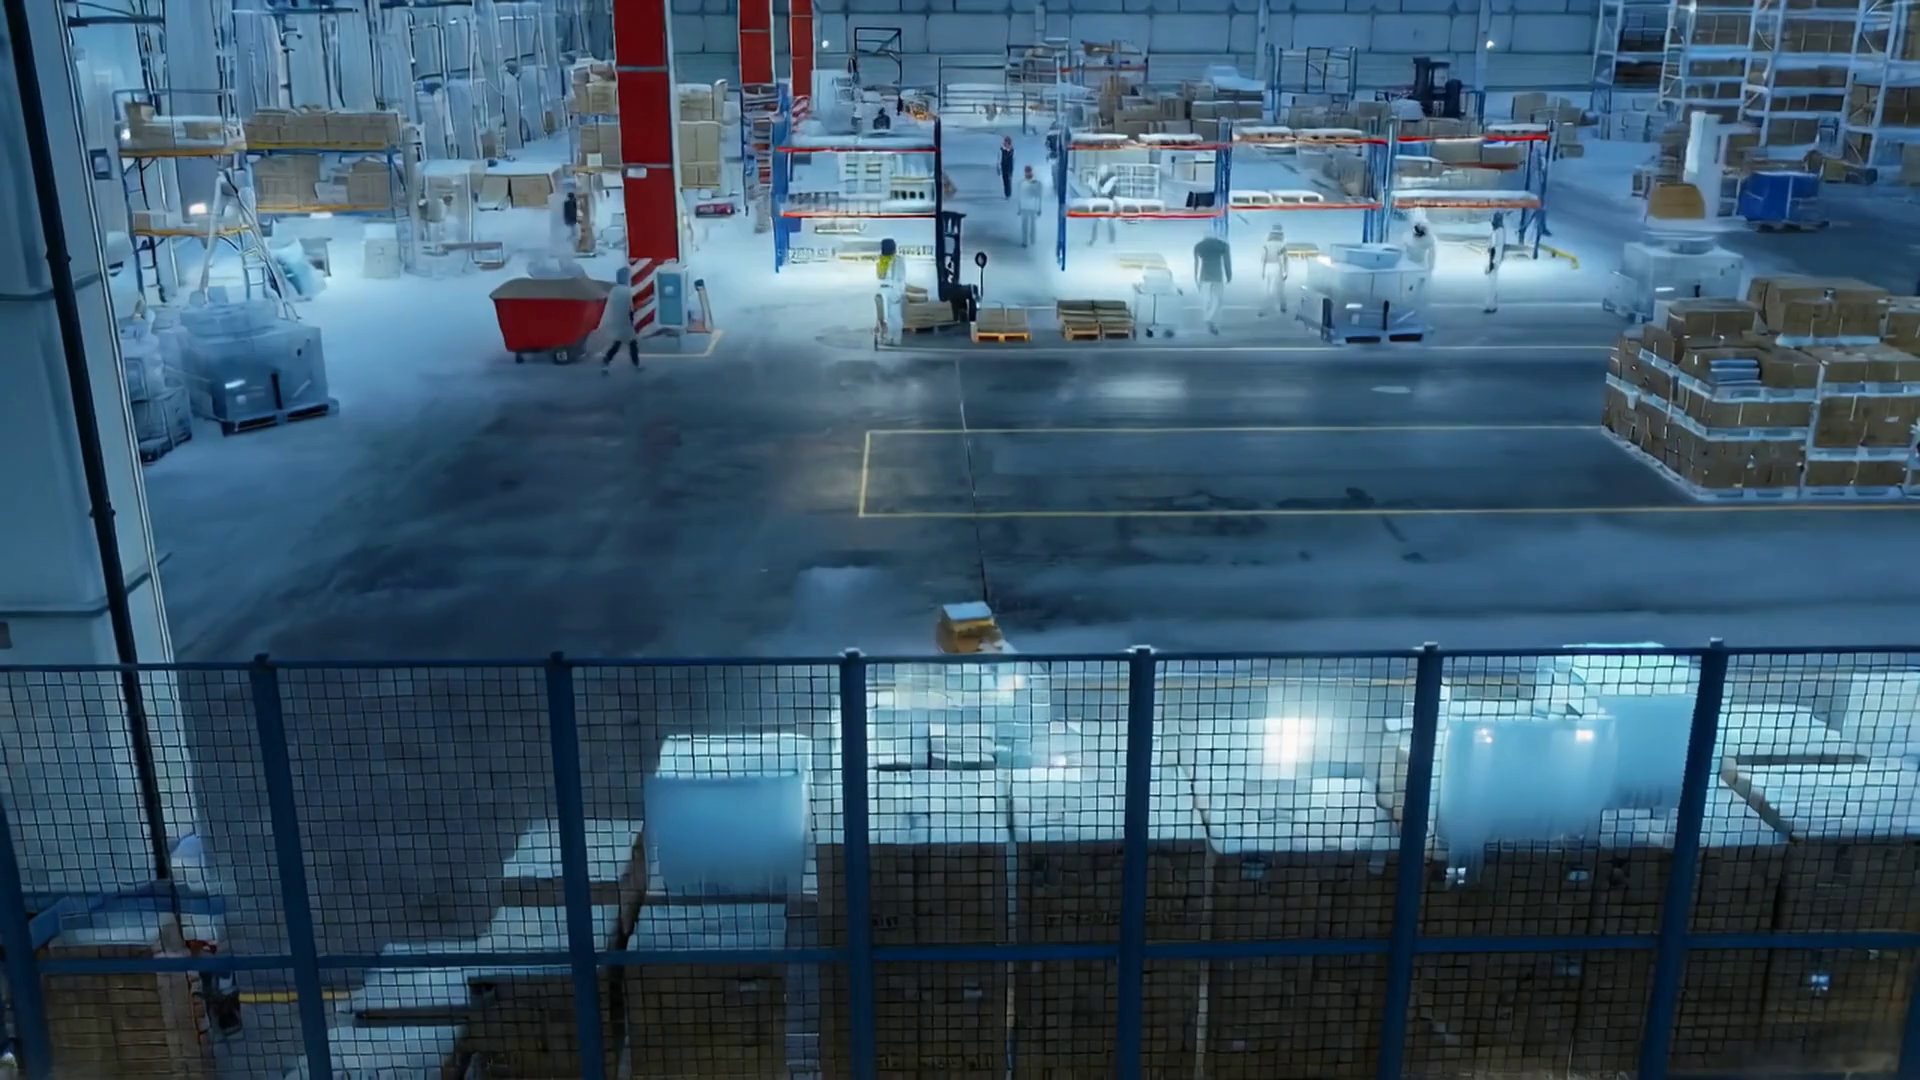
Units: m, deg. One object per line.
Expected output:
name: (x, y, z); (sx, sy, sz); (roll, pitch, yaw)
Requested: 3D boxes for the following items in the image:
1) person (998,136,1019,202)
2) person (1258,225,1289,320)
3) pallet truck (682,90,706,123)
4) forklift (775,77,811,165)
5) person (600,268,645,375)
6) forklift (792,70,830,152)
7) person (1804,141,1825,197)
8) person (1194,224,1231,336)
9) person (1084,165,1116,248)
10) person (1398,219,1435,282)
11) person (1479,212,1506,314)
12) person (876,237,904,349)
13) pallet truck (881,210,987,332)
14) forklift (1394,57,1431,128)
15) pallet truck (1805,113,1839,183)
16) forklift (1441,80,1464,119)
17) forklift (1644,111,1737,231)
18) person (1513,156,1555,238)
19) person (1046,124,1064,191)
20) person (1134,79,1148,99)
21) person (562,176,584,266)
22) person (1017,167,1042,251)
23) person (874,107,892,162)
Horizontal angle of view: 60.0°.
person: (1.335, -10.368, 46.314); (0.580, 1.796, 0.956); (-3, 19, -8)
person: (5.683, -4.839, 30.054); (0.511, 1.691, 0.919); (13, 22, 33)
pallet truck: (-9.671, -15.907, 62.421); (0.823, 1.965, 1.885); (5, 19, 15)
forklift: (-5.920, -13.893, 55.085); (1.873, 2.768, 1.129); (-1, 19, -1)
person: (-5.251, -3.354, 25.677); (0.533, 1.669, 0.704); (13, 22, 33)
forklift: (-4.981, -15.241, 59.083); (1.873, 2.768, 1.129); (-10, 21, -28)
person: (22.717, -9.690, 44.262); (0.527, 1.823, 0.990); (5, 19, 14)
person: (4.337, -4.458, 28.595); (0.689, 1.905, 0.462); (8, 20, 23)
person: (3.274, -7.613, 38.017); (0.990, 1.861, 0.616); (-17, 25, -41)
person: (8.158, -4.859, 29.885); (0.634, 1.852, 1.107); (0, 19, 0)
person: (9.793, -5.080, 30.510); (0.332, 1.865, 0.520); (14, 23, 35)
person: (-1.175, -4.113, 27.678); (0.428, 1.839, 0.631); (-11, 22, -30)
pallet truck: (-0.493, -4.759, 29.349); (1.885, 1.965, 0.823); (-13, 23, -34)
forklift: (19.057, -18.498, 68.748); (1.873, 2.768, 1.129); (-1, 19, -1)
pallet truck: (26.403, -11.957, 50.702); (0.823, 1.965, 1.885); (6, 19, 16)
forklift: (15.644, -13.239, 53.146); (1.873, 2.768, 1.129); (-1, 19, -1)
forklift: (18.028, -9.040, 40.688); (1.873, 2.768, 1.129); (-1, 19, -2)
person: (13.758, -8.201, 39.668); (0.918, 1.942, 0.609); (5, 19, 14)
person: (2.801, -11.126, 48.398); (0.548, 1.905, 0.912); (-2, 19, -7)
person: (7.562, -18.330, 69.703); (0.633, 1.936, 0.355); (-4, 19, -12)
person: (-8.276, -6.790, 35.507); (0.410, 1.909, 0.589); (-1, 19, -2)
person: (1.583, -7.594, 37.958); (0.586, 1.879, 0.968); (1, 19, 3)
person: (-2.579, -13.502, 55.540); (0.592, 1.830, 0.992); (-11, 22, -30)
